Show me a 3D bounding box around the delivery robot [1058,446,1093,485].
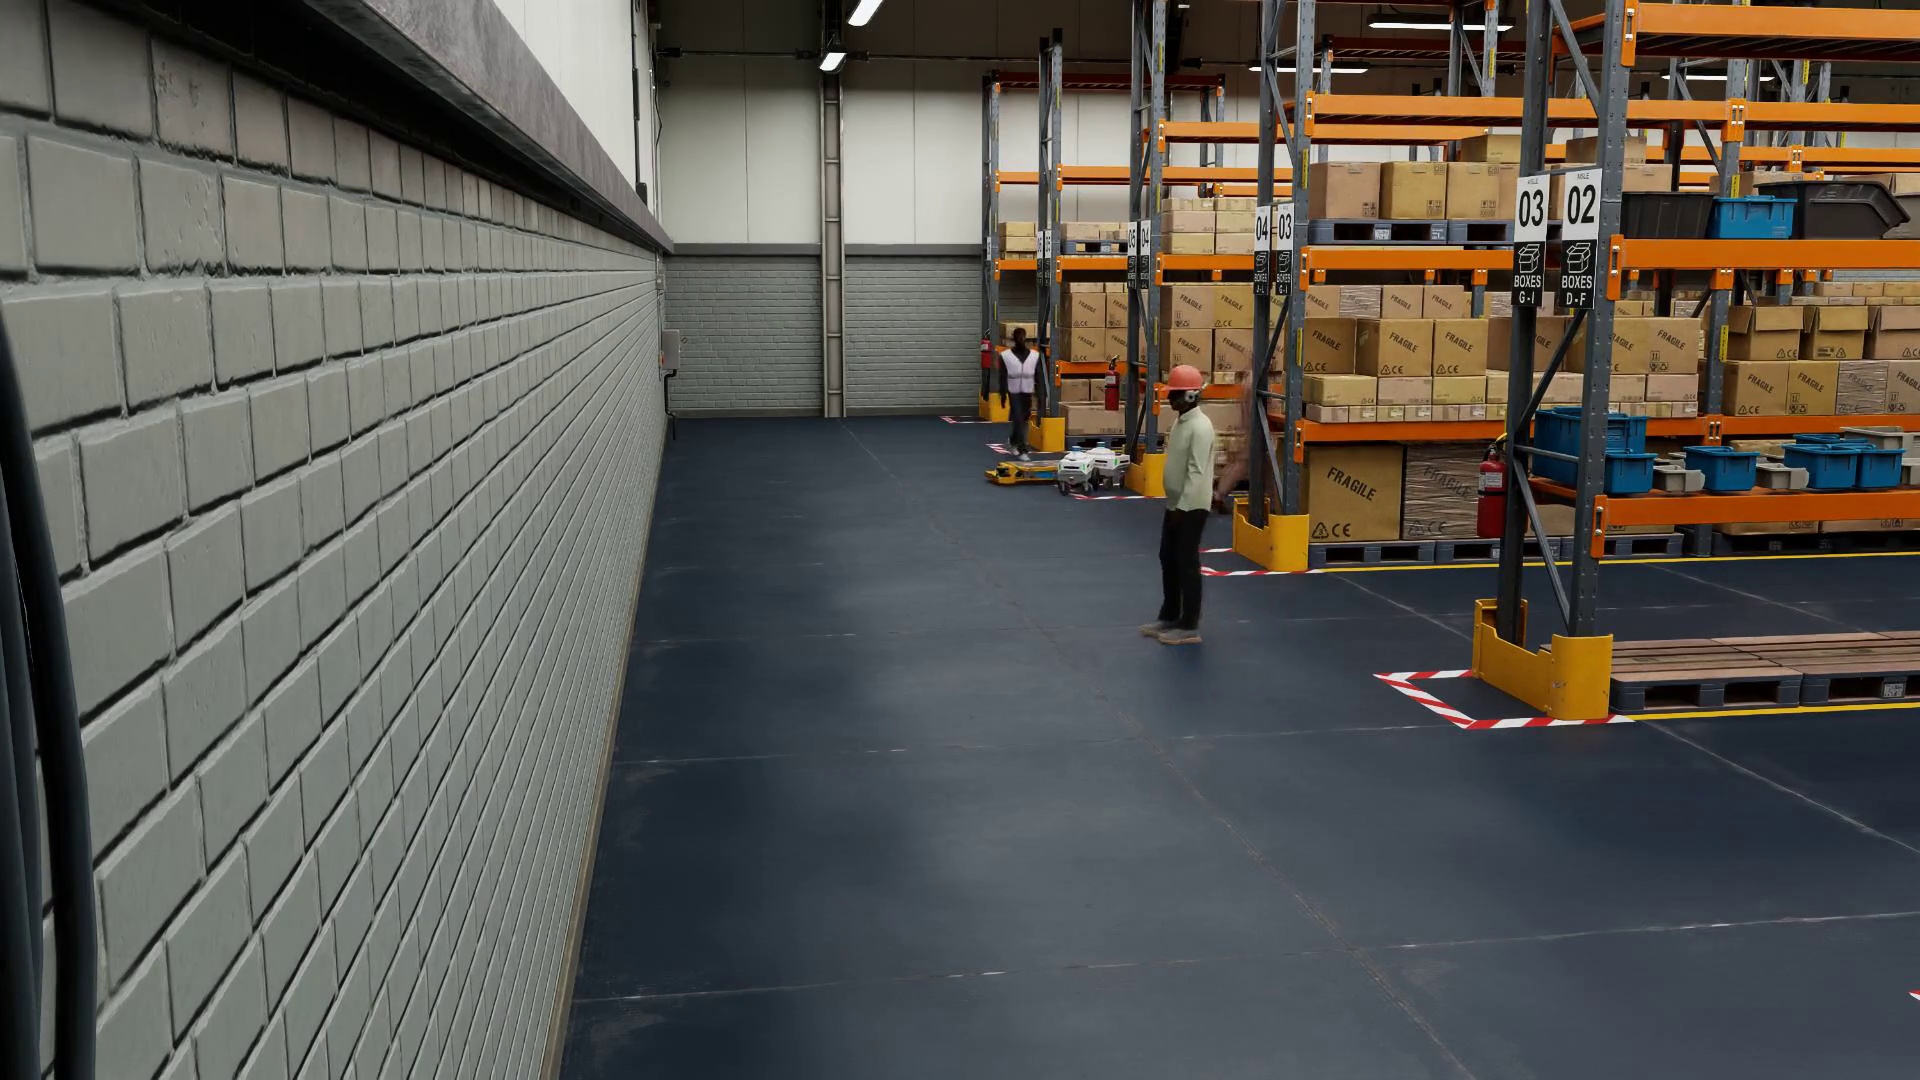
[{"bbox_3d":[1.380,-0.873,19.815,0.477,0.478,0.707,2,9,12],"label":"delivery robot"}]

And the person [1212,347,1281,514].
[{"bbox_3d":[3.192,-1.186,18.005,0.951,1.871,0.655,3,10,16],"label":"person"}]

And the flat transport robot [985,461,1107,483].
[{"bbox_3d":[1.084,-0.869,20.948,1.431,0.197,0.652,-2,9,-14],"label":"flat transport robot"}]

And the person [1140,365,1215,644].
[{"bbox_3d":[1.581,-0.249,11.851,0.441,1.990,0.635,-2,9,-13],"label":"person"}]

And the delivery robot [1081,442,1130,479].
[{"bbox_3d":[1.719,-0.953,20.305,0.707,0.478,0.477,8,12,39],"label":"delivery robot"}]

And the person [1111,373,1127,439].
[{"bbox_3d":[2.602,-2.546,26.198,0.508,1.926,0.567,-1,9,-7],"label":"person"}]

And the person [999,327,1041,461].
[{"bbox_3d":[0.831,-2.078,23.488,0.600,1.885,0.929,-3,10,-17],"label":"person"}]
